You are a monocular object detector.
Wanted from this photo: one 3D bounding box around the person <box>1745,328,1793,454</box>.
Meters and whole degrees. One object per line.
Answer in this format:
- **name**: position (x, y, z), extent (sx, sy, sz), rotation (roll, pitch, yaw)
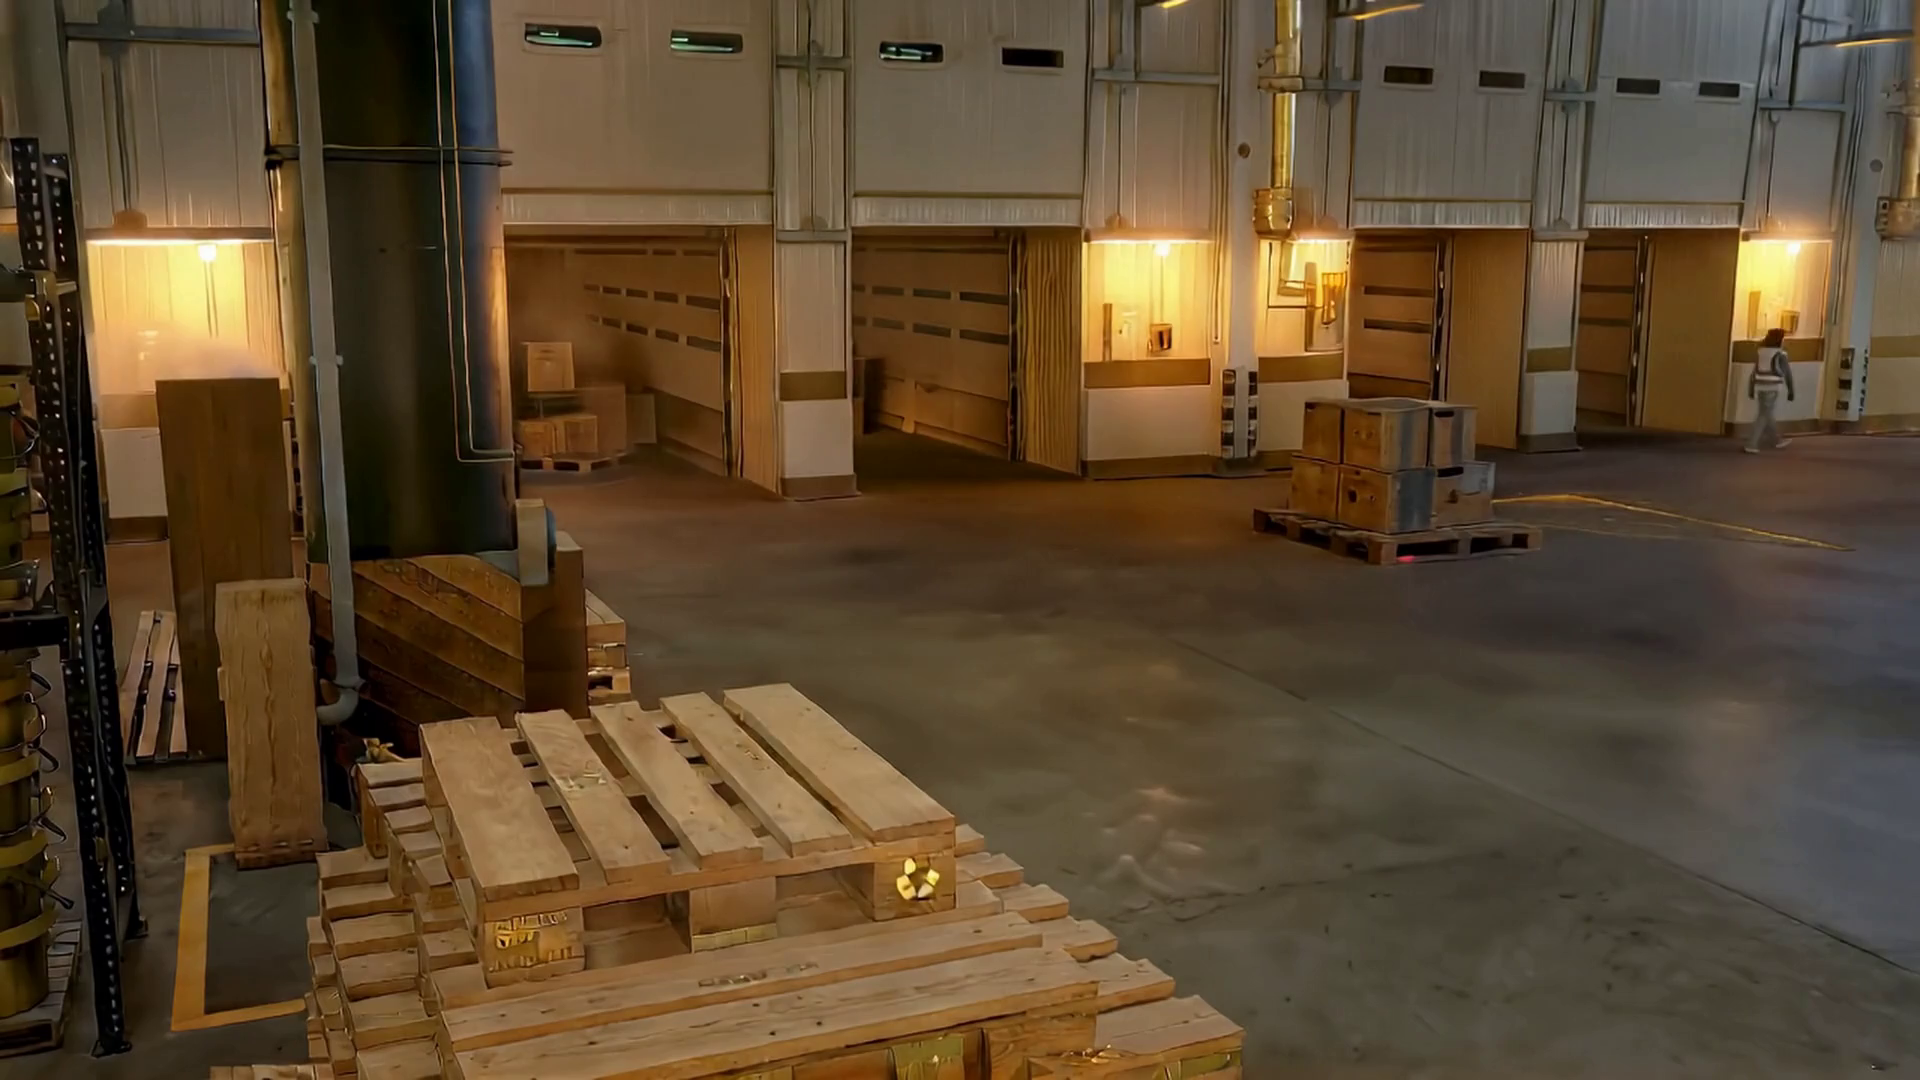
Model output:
- **person**: position (10.342, -1.891, 21.148), extent (0.847, 1.590, 0.552), rotation (-3, 11, -17)
